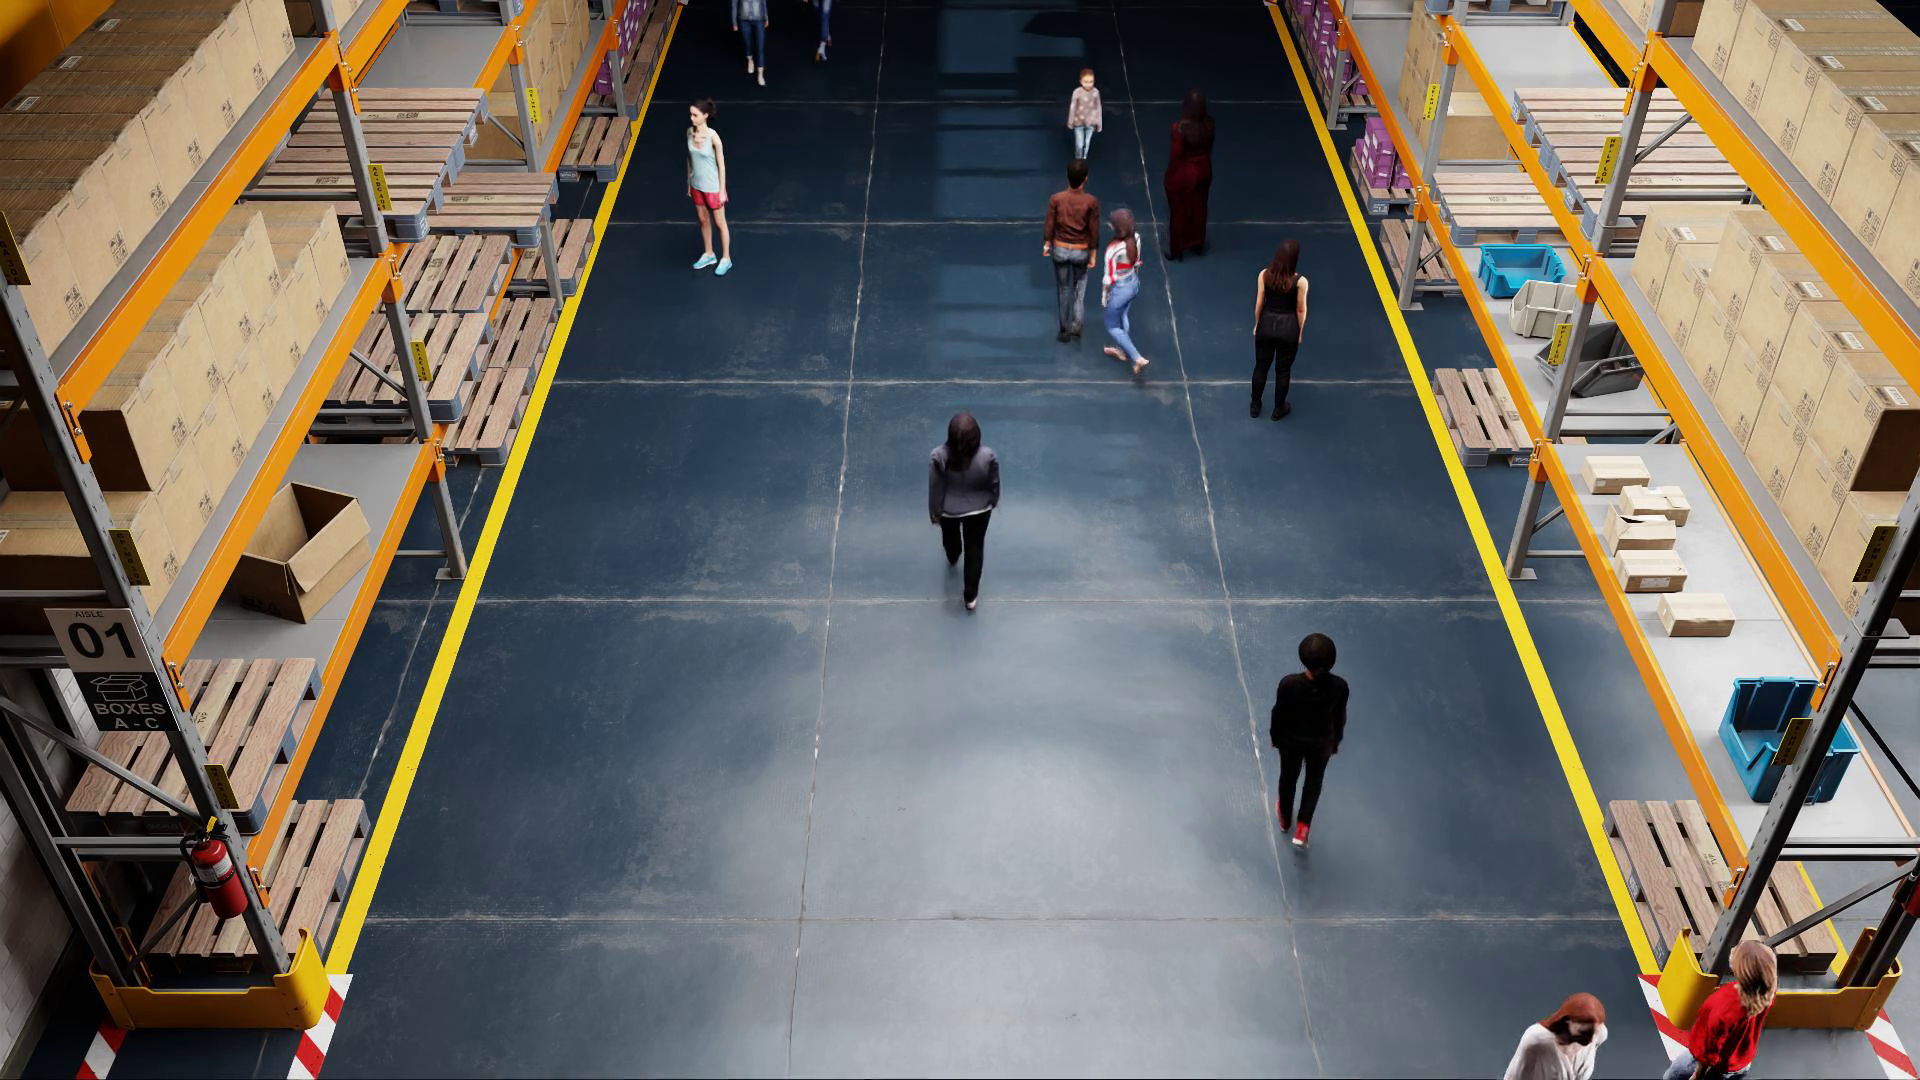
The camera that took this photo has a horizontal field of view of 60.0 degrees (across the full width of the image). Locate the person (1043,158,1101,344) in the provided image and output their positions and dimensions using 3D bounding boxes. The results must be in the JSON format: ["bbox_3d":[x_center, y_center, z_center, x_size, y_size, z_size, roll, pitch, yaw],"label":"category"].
[{"bbox_3d":[0.992,-2.520,14.860,0.663,1.766,0.679,2,39,2],"label":"person"}]

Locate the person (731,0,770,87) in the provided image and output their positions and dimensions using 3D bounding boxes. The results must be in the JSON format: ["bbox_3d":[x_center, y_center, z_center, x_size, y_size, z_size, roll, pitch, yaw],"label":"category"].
[{"bbox_3d":[-2.484,-6.175,19.697,0.727,1.442,1.046,-7,39,-9],"label":"person"}]

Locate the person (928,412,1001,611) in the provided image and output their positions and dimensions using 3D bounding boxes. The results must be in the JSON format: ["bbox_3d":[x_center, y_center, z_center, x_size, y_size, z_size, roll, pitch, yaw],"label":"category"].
[{"bbox_3d":[0.029,-0.199,12.121,0.676,1.557,1.018,1,39,1],"label":"person"}]

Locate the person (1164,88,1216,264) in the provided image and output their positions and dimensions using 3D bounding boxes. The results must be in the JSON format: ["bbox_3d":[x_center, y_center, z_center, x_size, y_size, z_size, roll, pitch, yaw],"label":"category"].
[{"bbox_3d":[2.232,-3.536,16.141,0.774,1.756,0.798,-21,43,-24],"label":"person"}]

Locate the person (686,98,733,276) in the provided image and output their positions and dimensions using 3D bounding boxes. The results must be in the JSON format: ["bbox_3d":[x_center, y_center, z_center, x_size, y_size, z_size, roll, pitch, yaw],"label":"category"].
[{"bbox_3d":[-2.417,-3.384,15.943,0.688,1.764,0.712,21,43,24],"label":"person"}]

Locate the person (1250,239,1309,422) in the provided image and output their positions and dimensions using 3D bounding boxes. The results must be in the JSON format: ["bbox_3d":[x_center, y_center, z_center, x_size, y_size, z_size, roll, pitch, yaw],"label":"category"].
[{"bbox_3d":[2.668,-1.761,13.972,0.663,1.688,0.672,14,41,17],"label":"person"}]

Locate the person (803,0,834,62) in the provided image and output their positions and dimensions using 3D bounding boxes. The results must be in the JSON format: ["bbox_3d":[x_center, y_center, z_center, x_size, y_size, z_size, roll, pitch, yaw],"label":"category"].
[{"bbox_3d":[-1.697,-6.582,20.093,0.640,1.583,1.009,1,39,1],"label":"person"}]

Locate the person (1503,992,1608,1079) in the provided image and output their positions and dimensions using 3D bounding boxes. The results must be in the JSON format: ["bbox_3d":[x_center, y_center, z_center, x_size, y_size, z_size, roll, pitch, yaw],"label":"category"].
[{"bbox_3d":[2.862,2.728,8.323,0.707,1.723,1.054,-3,39,-4],"label":"person"}]

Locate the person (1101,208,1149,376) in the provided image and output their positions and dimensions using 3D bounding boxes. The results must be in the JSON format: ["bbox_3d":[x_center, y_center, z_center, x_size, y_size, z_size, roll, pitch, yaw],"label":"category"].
[{"bbox_3d":[1.450,-2.154,14.540,0.942,1.594,0.996,-28,46,-30],"label":"person"}]

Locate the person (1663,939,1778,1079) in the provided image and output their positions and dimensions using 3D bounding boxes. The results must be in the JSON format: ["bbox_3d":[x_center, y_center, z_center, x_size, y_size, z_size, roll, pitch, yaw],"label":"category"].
[{"bbox_3d":[3.889,2.692,8.404,0.944,1.679,1.135,-19,43,-23],"label":"person"}]

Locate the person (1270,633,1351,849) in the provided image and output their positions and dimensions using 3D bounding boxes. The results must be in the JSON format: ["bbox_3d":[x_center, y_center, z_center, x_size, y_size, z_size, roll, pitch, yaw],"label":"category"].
[{"bbox_3d":[2.129,1.272,10.196,0.668,1.661,0.843,5,39,6],"label":"person"}]

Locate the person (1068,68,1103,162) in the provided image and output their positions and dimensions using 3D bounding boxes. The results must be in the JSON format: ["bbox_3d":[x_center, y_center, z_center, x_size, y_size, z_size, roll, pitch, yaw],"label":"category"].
[{"bbox_3d":[1.324,-4.503,17.808,0.538,1.186,0.547,-6,39,-8],"label":"person"}]
